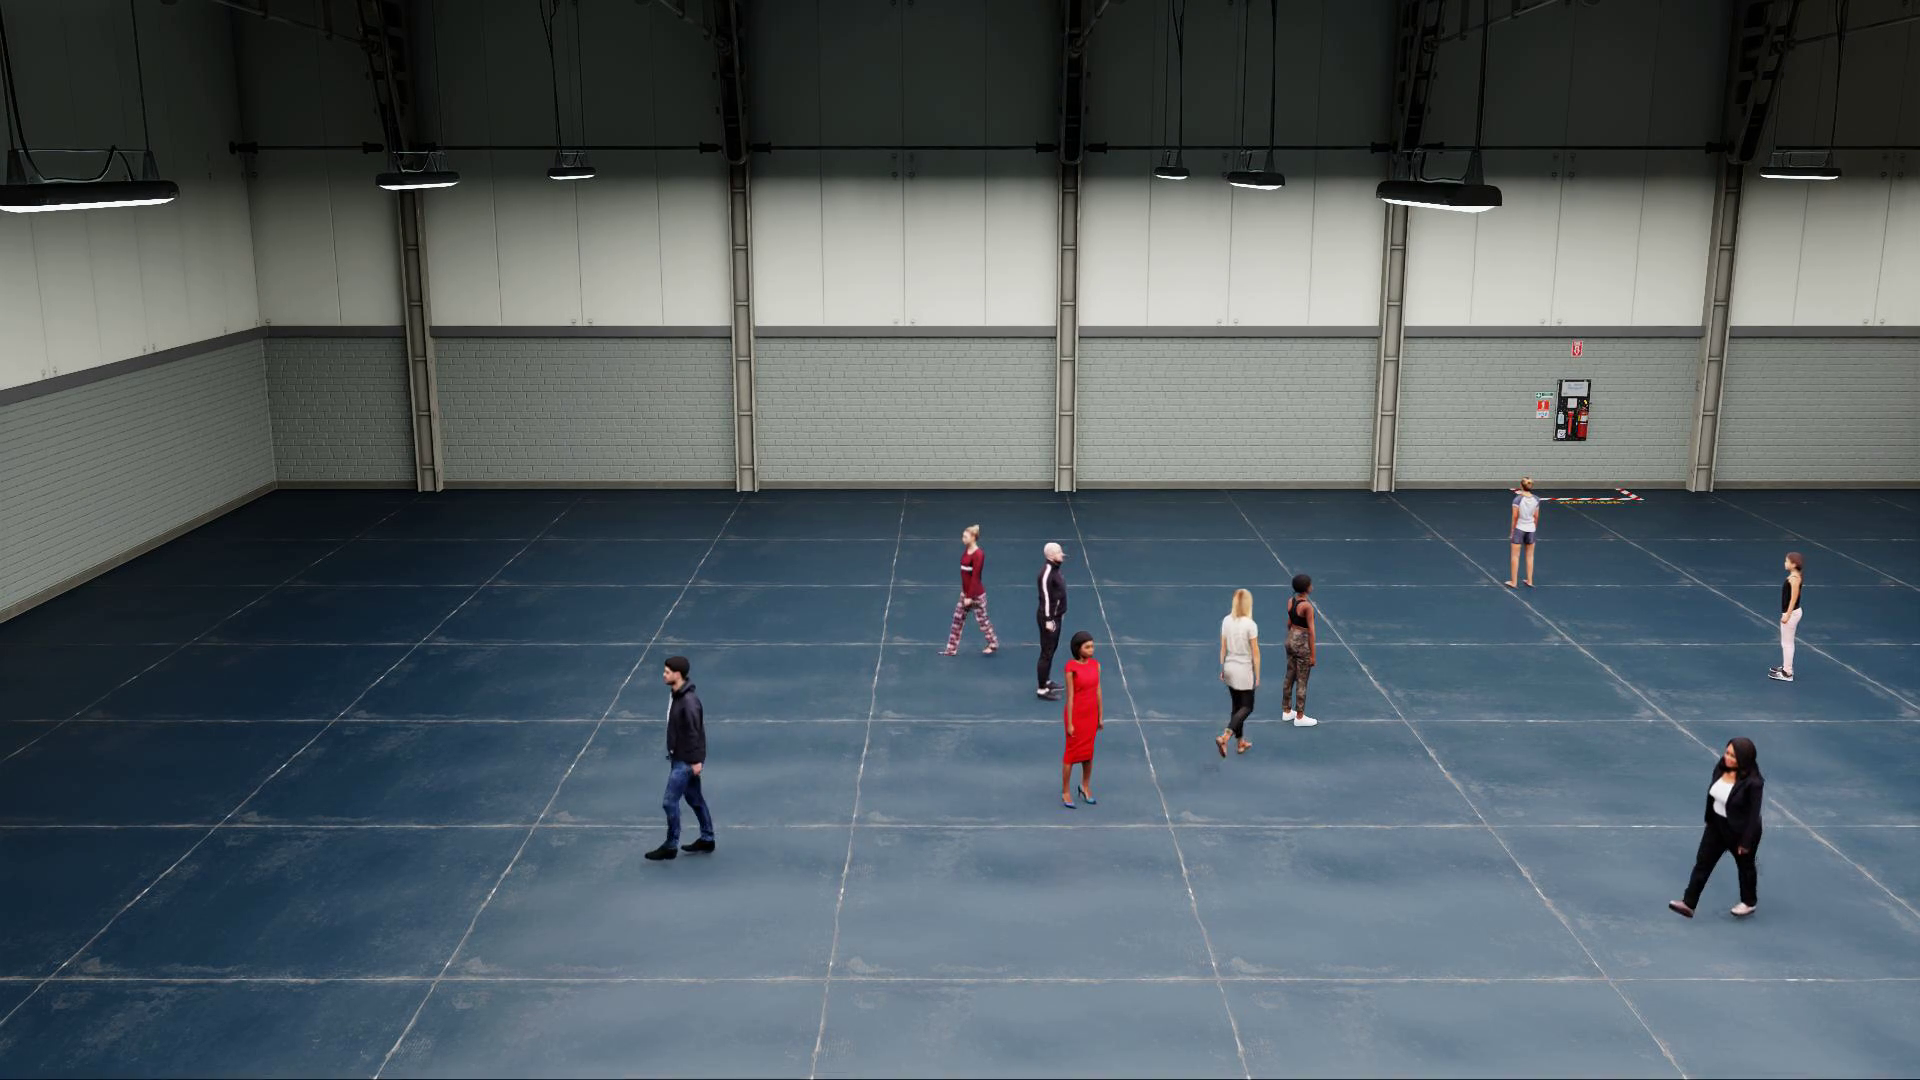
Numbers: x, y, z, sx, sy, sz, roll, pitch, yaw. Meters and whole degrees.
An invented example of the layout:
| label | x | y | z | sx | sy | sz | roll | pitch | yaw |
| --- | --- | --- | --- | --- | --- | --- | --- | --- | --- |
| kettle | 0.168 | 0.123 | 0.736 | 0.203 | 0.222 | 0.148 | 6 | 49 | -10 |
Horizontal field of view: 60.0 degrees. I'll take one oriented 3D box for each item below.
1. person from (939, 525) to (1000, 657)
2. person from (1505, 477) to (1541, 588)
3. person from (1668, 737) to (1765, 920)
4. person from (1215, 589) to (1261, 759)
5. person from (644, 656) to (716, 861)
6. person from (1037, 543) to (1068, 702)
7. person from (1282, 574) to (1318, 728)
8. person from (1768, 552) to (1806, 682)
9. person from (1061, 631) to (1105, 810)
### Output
| label | x | y | z | sx | sy | sz | roll | pitch | yaw |
| --- | --- | --- | --- | --- | --- | --- | --- | --- | --- |
| person | 0.233 | 0.672 | 20.795 | 1.145 | 1.651 | 0.956 | -7 | 15 | -29 |
| person | 8.235 | -0.124 | 24.287 | 0.532 | 1.625 | 0.678 | -2 | 13 | -10 |
| person | 6.392 | 2.376 | 13.620 | 1.186 | 1.567 | 0.990 | -6 | 14 | -26 |
| person | 2.853 | 1.418 | 17.226 | 1.023 | 1.806 | 1.045 | 10 | 17 | 38 |
| person | -2.347 | 1.936 | 14.854 | 0.989 | 1.868 | 0.850 | -4 | 14 | -18 |
| person | 1.040 | 0.920 | 19.311 | 0.639 | 1.837 | 0.709 | 3 | 13 | 11 |
| person | 3.756 | 1.199 | 18.404 | 0.657 | 1.701 | 0.659 | -6 | 14 | -25 |
| person | 9.984 | 0.901 | 19.994 | 0.645 | 1.564 | 0.616 | 8 | 15 | 31 |
| person | 1.168 | 1.723 | 16.052 | 0.601 | 1.742 | 0.696 | -9 | 16 | -33 |
